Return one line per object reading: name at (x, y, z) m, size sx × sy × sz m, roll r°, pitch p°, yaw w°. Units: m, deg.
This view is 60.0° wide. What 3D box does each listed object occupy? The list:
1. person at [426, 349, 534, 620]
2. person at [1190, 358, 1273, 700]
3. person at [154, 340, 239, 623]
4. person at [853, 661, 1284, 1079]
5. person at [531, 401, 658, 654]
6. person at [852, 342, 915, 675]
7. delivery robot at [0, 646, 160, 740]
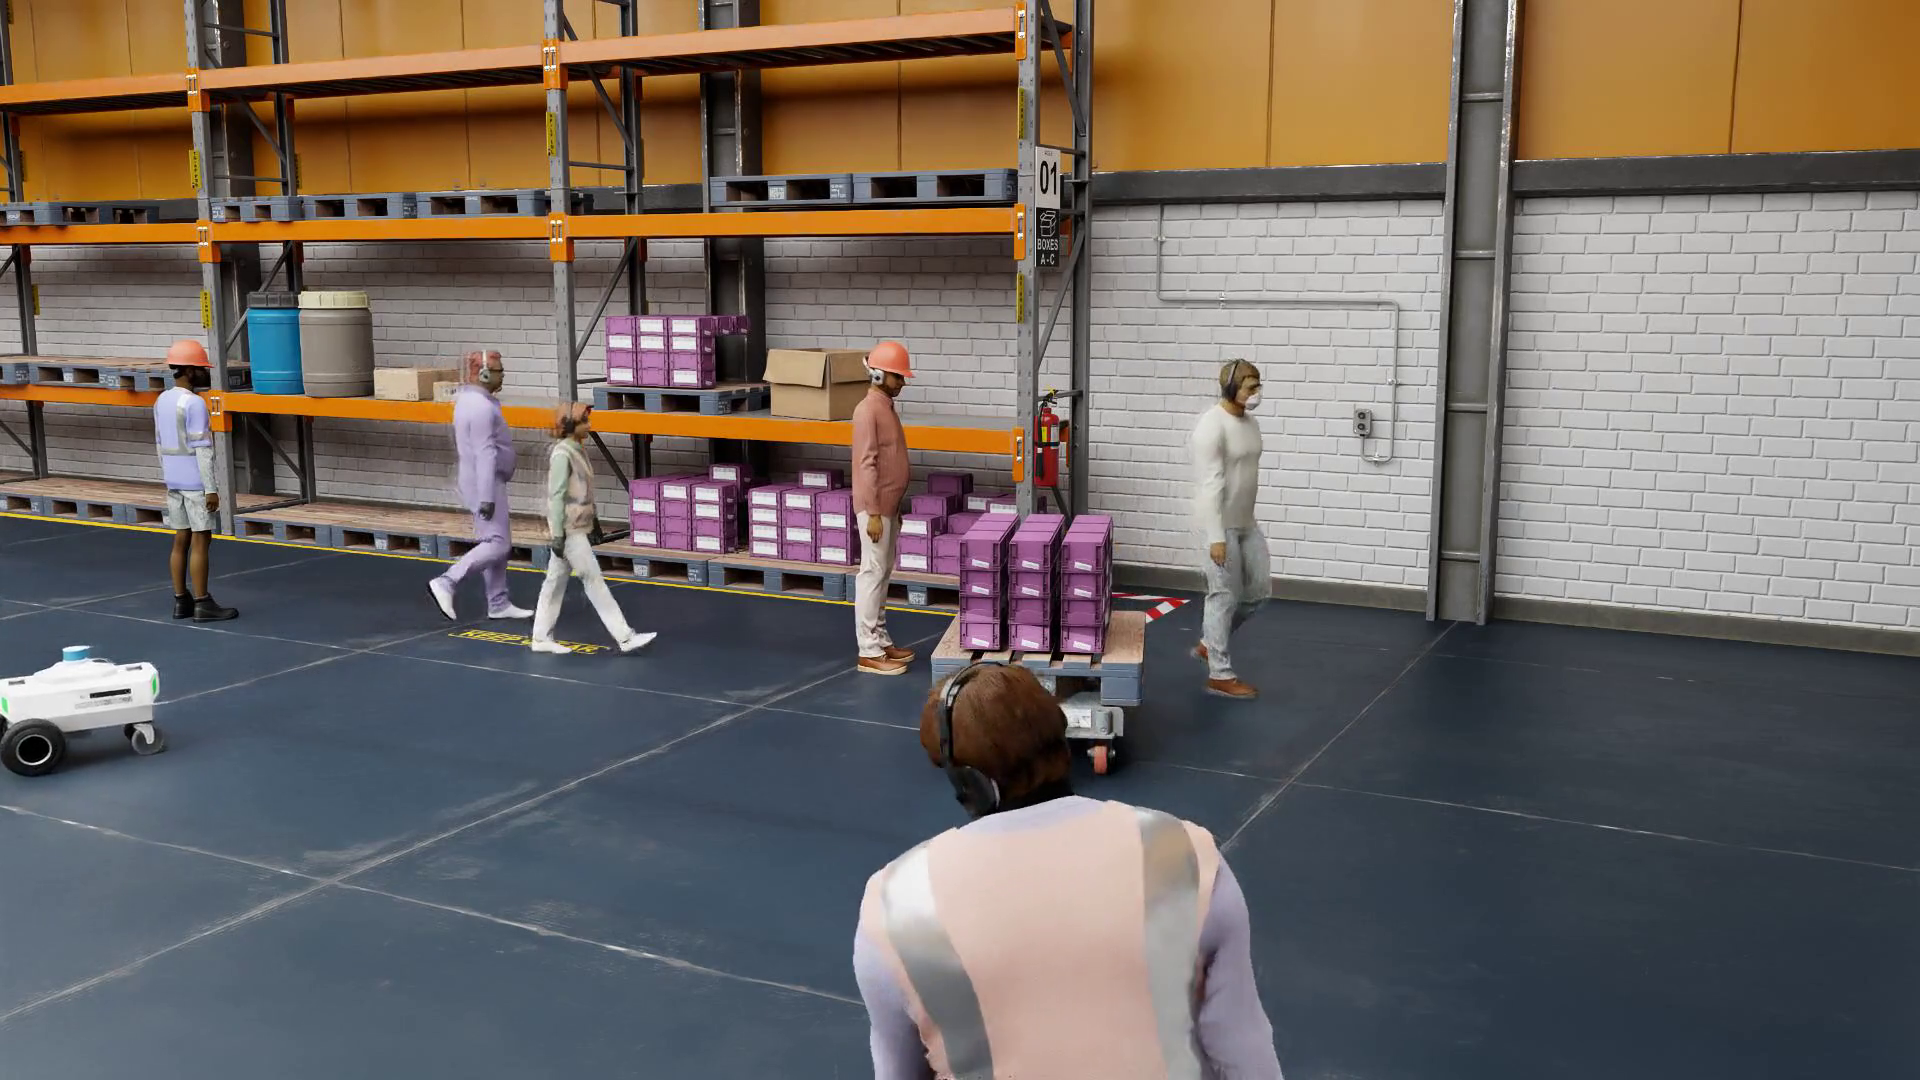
person at (-3.284, -0.354, 11.314) m, size 0.627 × 1.886 × 0.641 m, roll -4°, pitch 10°, yaw -23°
person at (1.524, -0.058, 9.358) m, size 0.418 × 1.924 × 0.642 m, roll 7°, pitch 12°, yaw 39°
person at (-5.263, -0.400, 11.438) m, size 0.553 × 1.934 × 0.364 m, roll 7°, pitch 11°, yaw 36°
person at (0.183, 1.082, 2.748) m, size 0.701 × 1.791 × 0.669 m, roll 0°, pitch 9°, yaw -1°
person at (-2.318, -0.060, 10.353) m, size 0.831 × 1.591 × 0.541 m, roll -1°, pitch 9°, yaw -3°
person at (-0.460, -0.197, 10.031) m, size 0.393 × 1.985 × 0.611 m, roll 1°, pitch 9°, yaw 9°
delivery robot at (-4.344, 0.767, 8.196) m, size 0.707 × 0.478 × 0.477 m, roll -6°, pitch 11°, yaw -34°
